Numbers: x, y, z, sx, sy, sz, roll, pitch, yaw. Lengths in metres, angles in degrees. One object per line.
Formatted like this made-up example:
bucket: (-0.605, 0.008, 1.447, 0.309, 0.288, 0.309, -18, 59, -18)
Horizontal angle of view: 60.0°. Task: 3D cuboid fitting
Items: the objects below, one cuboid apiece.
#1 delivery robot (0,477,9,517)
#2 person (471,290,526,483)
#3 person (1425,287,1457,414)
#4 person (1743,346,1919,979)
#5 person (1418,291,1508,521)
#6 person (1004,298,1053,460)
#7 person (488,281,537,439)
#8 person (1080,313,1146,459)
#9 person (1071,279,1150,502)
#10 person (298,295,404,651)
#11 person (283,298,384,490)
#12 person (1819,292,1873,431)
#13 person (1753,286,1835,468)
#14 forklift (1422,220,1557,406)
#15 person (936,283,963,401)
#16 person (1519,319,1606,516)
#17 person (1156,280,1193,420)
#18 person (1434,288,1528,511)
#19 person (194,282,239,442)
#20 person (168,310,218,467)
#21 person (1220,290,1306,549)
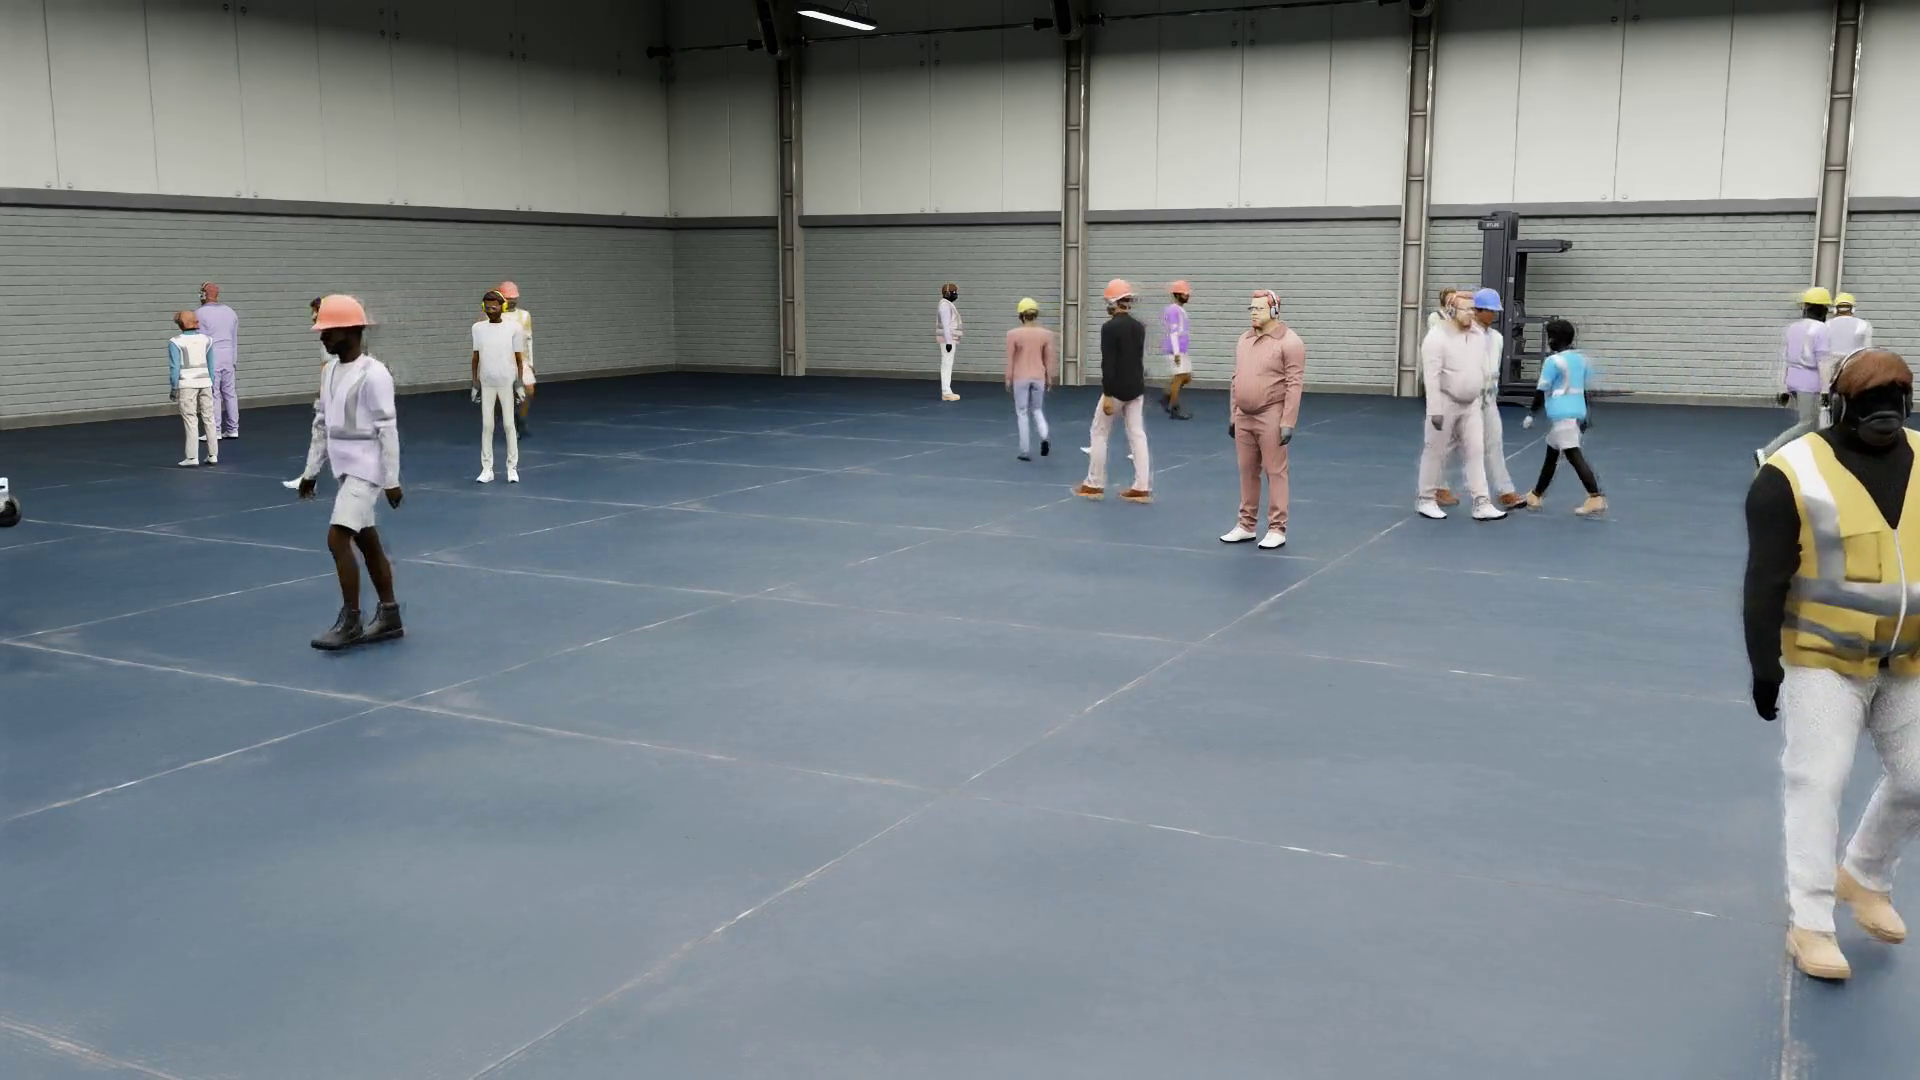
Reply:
delivery robot: (-7.974, -0.391, 13.241, 0.707, 0.478, 0.477, 2, 9, 11)
person: (-4.494, -1.493, 16.172, 0.520, 1.865, 0.328, -1, 9, -6)
person: (5.975, -2.193, 20.542, 0.506, 1.847, 0.344, -7, 11, -36)
person: (2.639, 0.350, 4.896, 0.681, 1.832, 0.461, 0, 9, 0)
person: (4.084, -1.071, 13.533, 0.671, 1.866, 0.913, -4, 10, -24)
person: (0.742, -1.740, 18.023, 0.525, 1.757, 0.407, -3, 10, -18)
person: (-5.414, -2.173, 20.201, 0.572, 1.912, 0.474, -7, 12, -39)
person: (1.725, -1.663, 18.031, 0.762, 1.590, 0.509, -4, 10, -25)
person: (1.366, -1.333, 14.876, 0.872, 1.956, 0.653, 8, 12, 42)
person: (-3.381, -0.362, 9.047, 0.737, 1.911, 0.554, -9, 13, -43)
person: (-5.808, -1.353, 15.531, 1.027, 1.807, 0.552, -2, 9, -13)
person: (9.816, -1.846, 18.535, 0.609, 1.808, 0.435, 7, 11, 36)
person: (8.192, -1.518, 16.230, 0.797, 1.901, 0.595, 0, 9, -1)
forklift: (8.245, -3.527, 25.720, 1.873, 2.768, 1.129, 5, 10, 27)
person: (-0.165, -3.152, 26.473, 0.429, 1.843, 0.629, 0, 9, 1)
person: (5.095, -1.031, 13.996, 0.537, 1.653, 0.885, -8, 12, -42)
person: (2.998, -2.636, 23.041, 0.474, 1.922, 0.552, 4, 10, 25)
person: (4.454, -1.205, 14.312, 0.619, 1.896, 0.995, -4, 10, -25)
person: (-9.028, -2.154, 20.117, 0.409, 1.909, 0.639, 4, 10, 21)
person: (-8.054, -1.593, 17.477, 0.309, 1.640, 0.512, 5, 11, 30)
person: (2.243, -0.903, 12.398, 0.410, 1.909, 0.643, -7, 12, -38)
